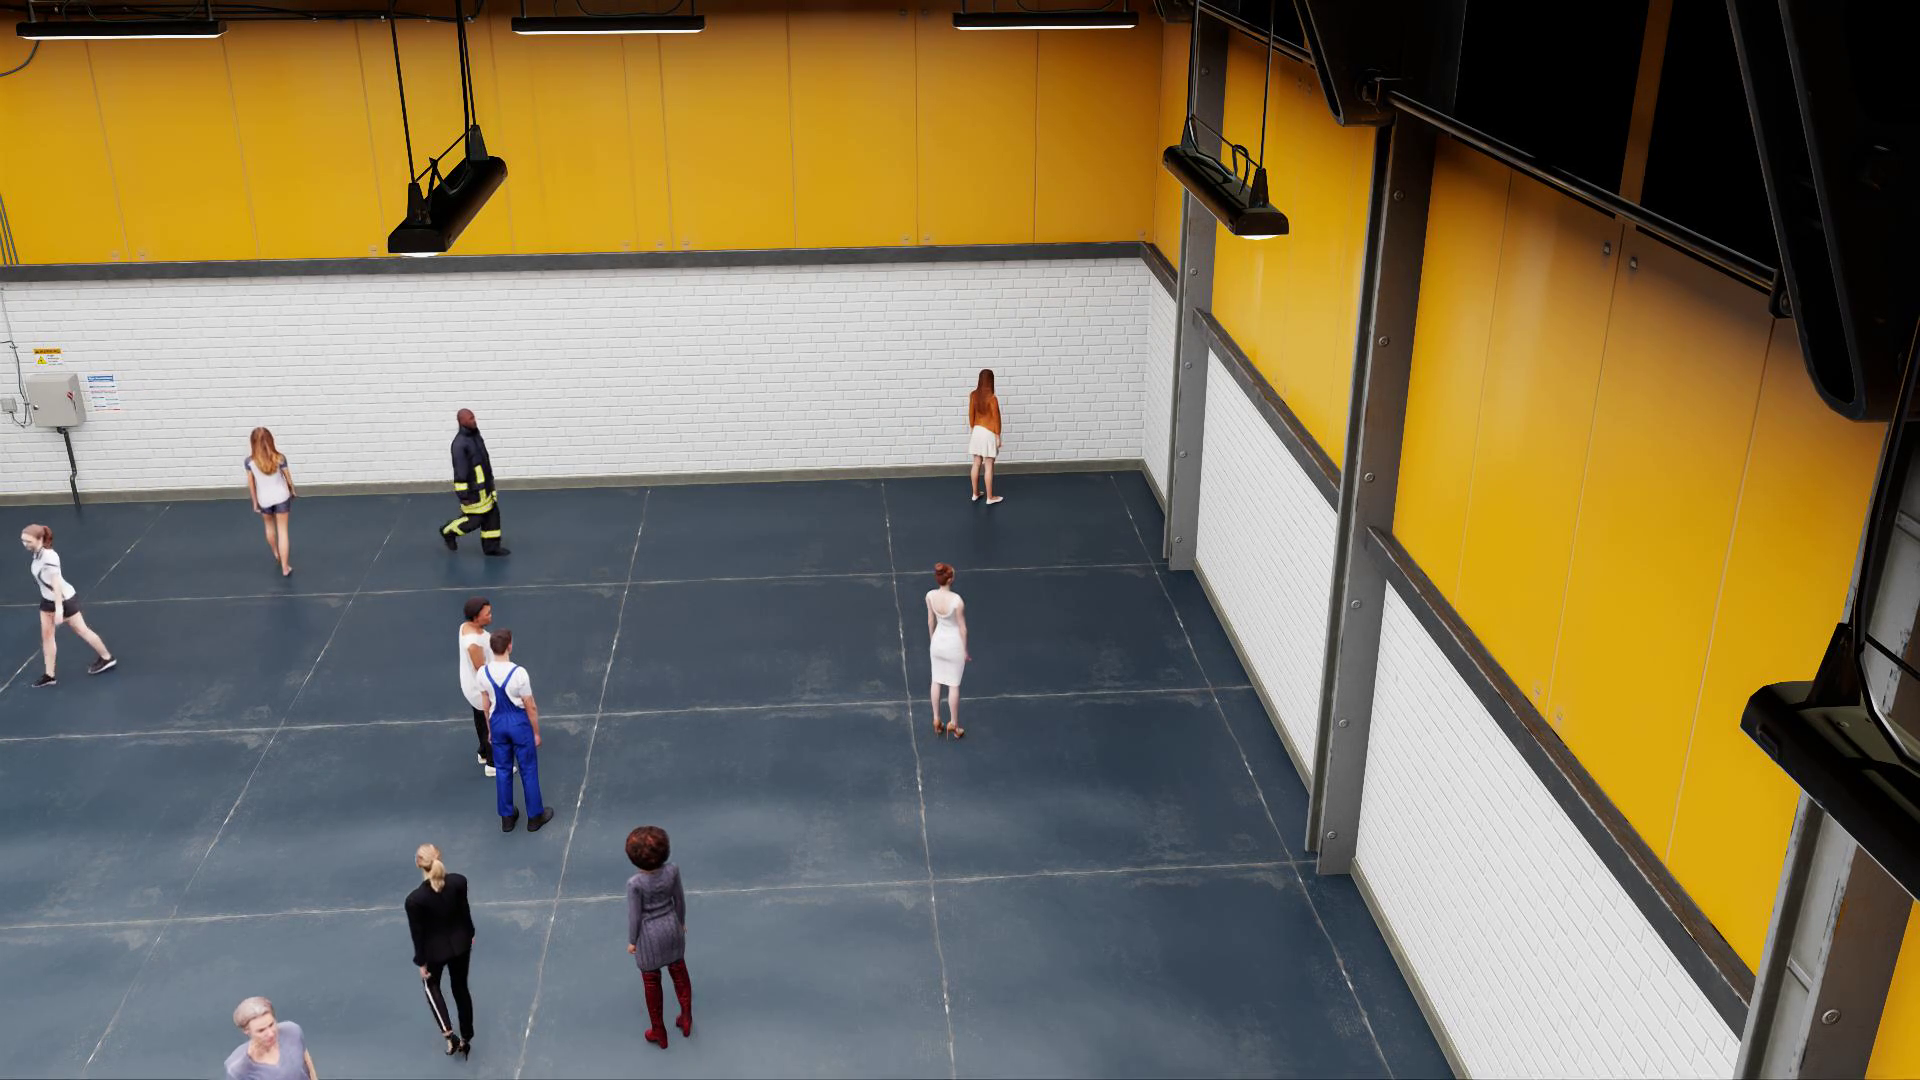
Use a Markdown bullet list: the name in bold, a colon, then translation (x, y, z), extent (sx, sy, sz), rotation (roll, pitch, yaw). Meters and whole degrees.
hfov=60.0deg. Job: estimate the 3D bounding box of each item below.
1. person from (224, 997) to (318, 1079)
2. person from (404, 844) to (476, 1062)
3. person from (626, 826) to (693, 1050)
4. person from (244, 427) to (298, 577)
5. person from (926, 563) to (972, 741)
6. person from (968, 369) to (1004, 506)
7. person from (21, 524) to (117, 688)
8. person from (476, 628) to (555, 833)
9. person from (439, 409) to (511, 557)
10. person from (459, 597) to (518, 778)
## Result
- **person**: translation (-4.000, 3.417, 9.739), extent (1.072, 1.859, 1.092), rotation (14, 27, 28)
- **person**: translation (-3.445, 2.839, 11.266), extent (0.724, 1.695, 0.748), rotation (-16, 28, -32)
- **person**: translation (-2.081, 2.735, 11.488), extent (0.668, 1.708, 0.677), rotation (-16, 29, -33)
- **person**: translation (-7.710, -0.409, 18.690), extent (0.687, 1.700, 0.963), rotation (-6, 24, -13)
- **person**: translation (-0.129, 1.016, 15.316), extent (0.629, 1.793, 0.658), rotation (14, 27, 29)
- **person**: translation (0.304, -1.294, 20.686), extent (0.707, 1.723, 0.760), rotation (17, 29, 34)
- **person**: translation (-8.783, 0.591, 16.393), extent (1.004, 1.708, 1.102), rotation (20, 30, 38)
- **person**: translation (-3.763, 1.591, 13.928), extent (0.665, 1.851, 0.624), rotation (2, 24, 5)
- **person**: translation (-5.651, -0.648, 19.106), extent (0.998, 1.805, 1.087), rotation (5, 24, 11)
- **person**: translation (-4.240, 1.283, 14.831), extent (0.793, 1.691, 0.663), rotation (-10, 26, -23)
